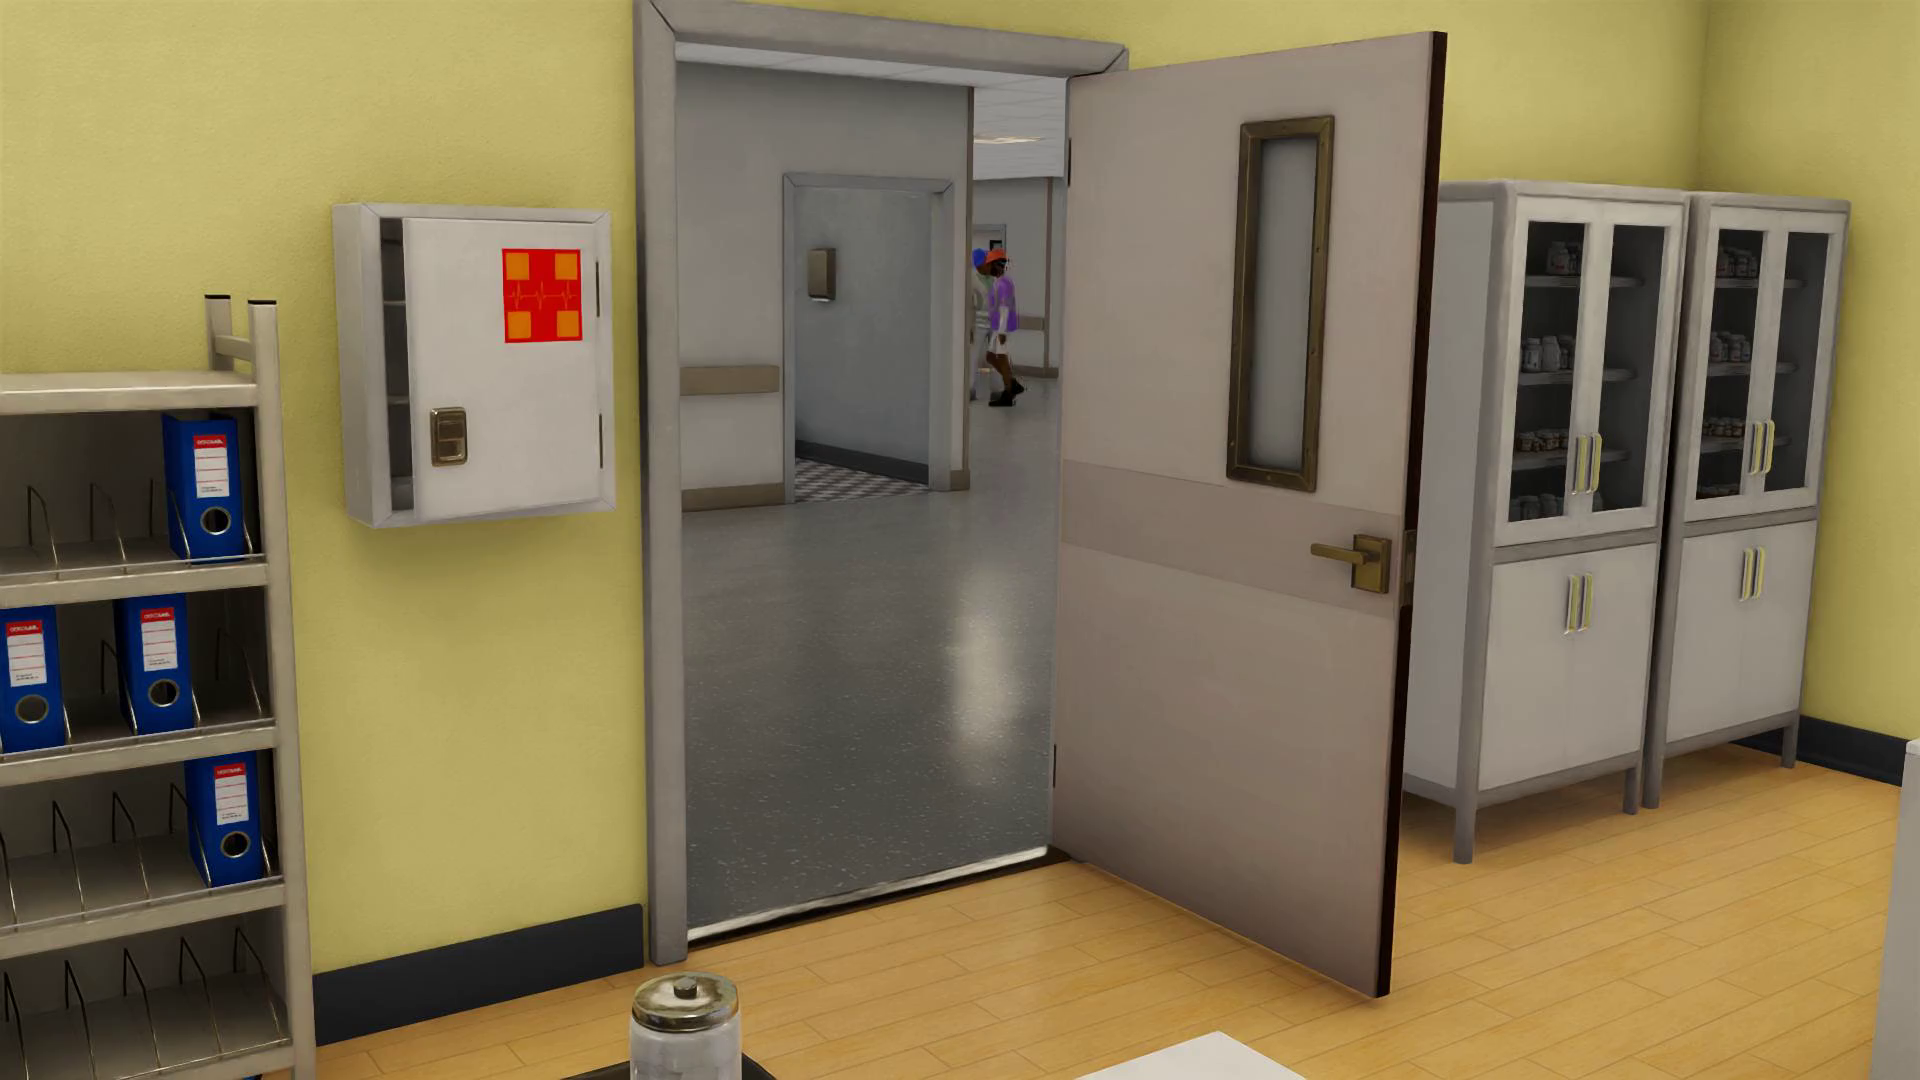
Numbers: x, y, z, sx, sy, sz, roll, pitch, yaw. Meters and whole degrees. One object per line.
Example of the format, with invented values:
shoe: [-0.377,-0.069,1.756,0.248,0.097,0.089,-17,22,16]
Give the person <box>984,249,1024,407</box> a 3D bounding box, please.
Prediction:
person: [0.498,-2.558,20.128,0.444,1.903,0.632,0,10,-3]

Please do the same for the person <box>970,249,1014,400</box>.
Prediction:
person: [0.375,-2.684,20.881,0.716,1.900,0.402,-3,10,-21]
